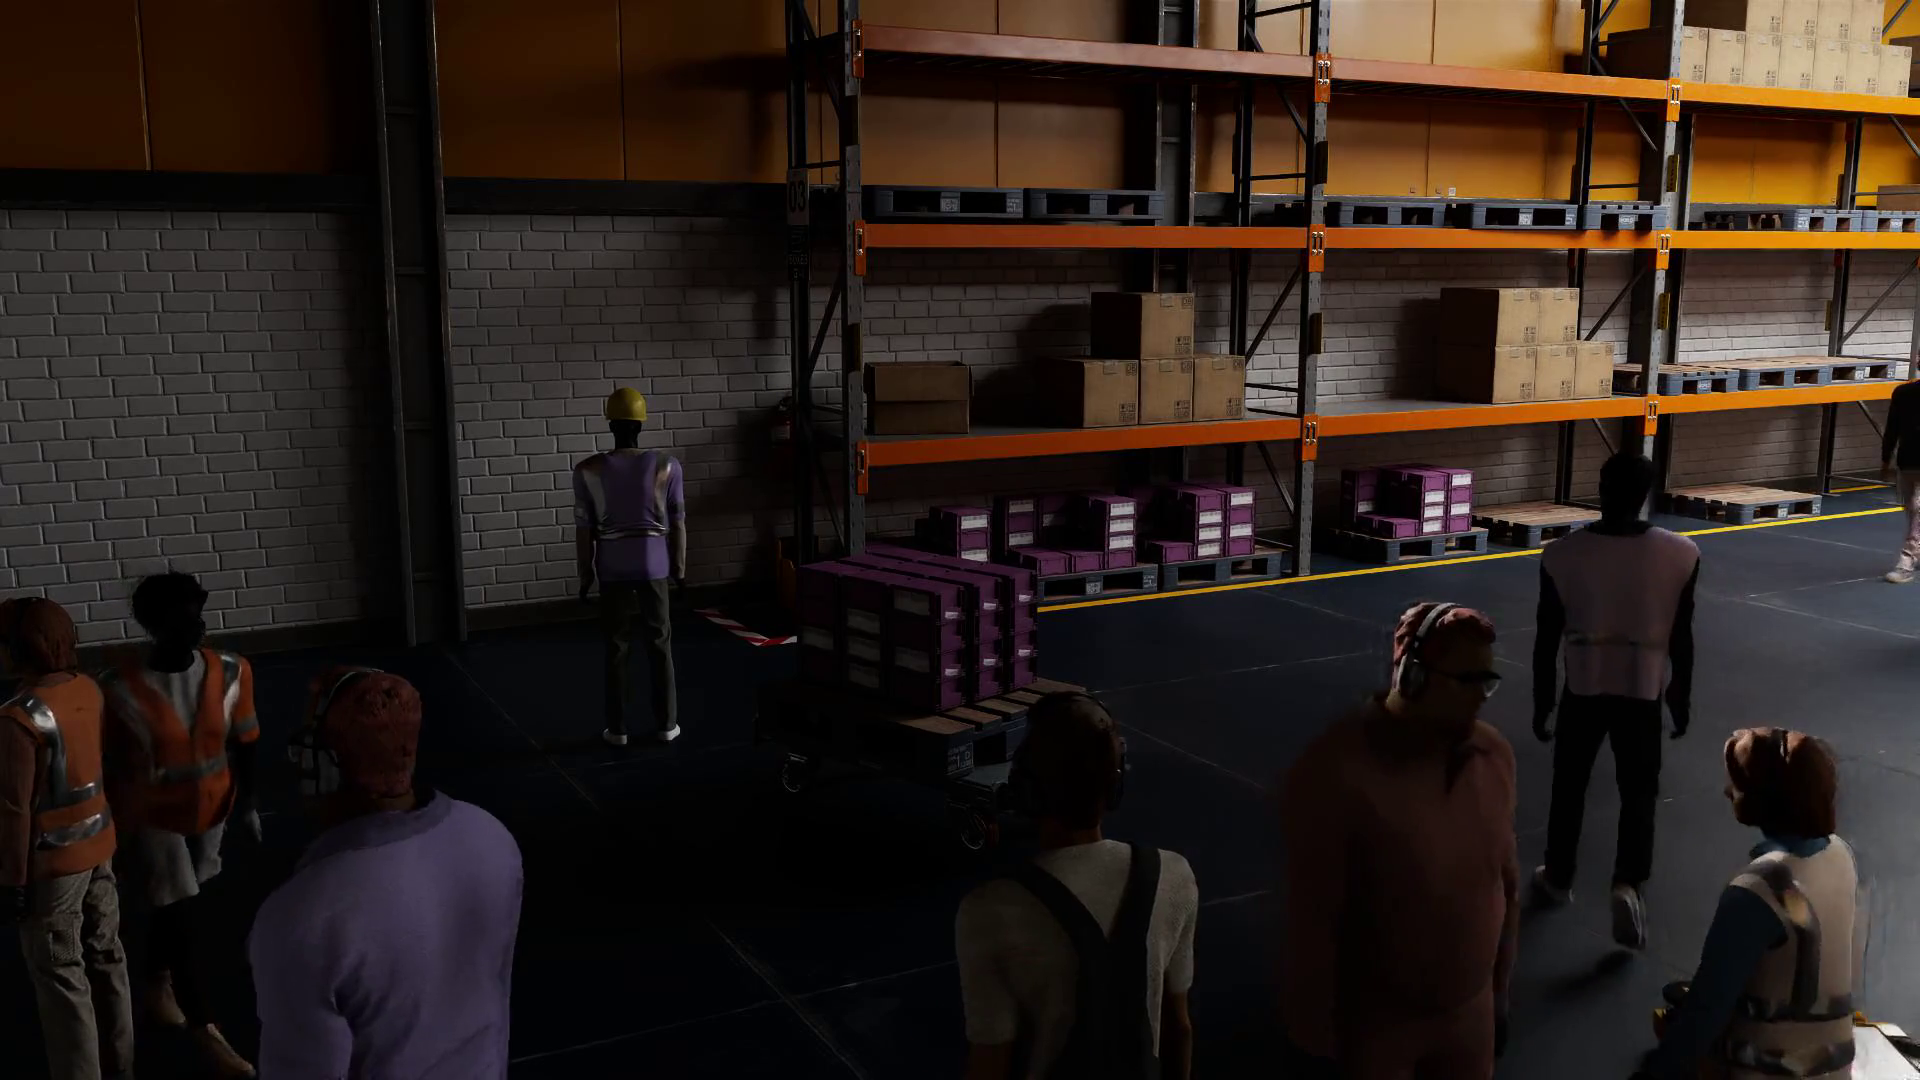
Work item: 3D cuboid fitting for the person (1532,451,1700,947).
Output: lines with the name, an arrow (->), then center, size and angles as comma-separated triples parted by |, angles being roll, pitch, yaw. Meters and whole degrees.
person -> 2.535, 0.593, 6.470 | 0.606, 1.885, 0.843 | 2, 10, 13

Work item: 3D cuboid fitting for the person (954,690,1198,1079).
person -> 0.208, 1.188, 3.165 | 0.517, 1.844, 0.329 | -5, 11, -28

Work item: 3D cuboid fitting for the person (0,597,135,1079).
person -> -2.718, 0.974, 5.023 | 0.311, 1.633, 0.519 | 0, 10, -1

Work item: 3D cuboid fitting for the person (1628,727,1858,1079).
person -> 1.821, 1.212, 3.707 | 0.573, 1.616, 0.534 | 9, 14, 43

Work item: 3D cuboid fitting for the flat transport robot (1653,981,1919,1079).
flat transport robot -> 2.573, 1.683, 4.842 | 0.652, 0.197, 1.431 | 1, 10, 6

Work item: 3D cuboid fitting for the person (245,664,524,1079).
person -> -1.085, 1.175, 3.108 | 0.397, 1.896, 0.690 | 4, 10, 19

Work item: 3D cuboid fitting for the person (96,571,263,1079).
person -> -2.549, 0.896, 5.417 | 0.856, 1.643, 0.532 | 7, 12, 36

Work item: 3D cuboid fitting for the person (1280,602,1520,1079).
person -> 0.993, 1.051, 3.871 | 0.655, 1.882, 0.608 | -5, 11, -25

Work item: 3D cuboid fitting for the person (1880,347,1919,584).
person -> 7.823, -0.659, 13.466 | 0.978, 1.960, 0.623 | -7, 12, -34

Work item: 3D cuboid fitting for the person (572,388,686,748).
person -> -1.754, 0.153, 8.886 | 0.585, 1.929, 0.371 | -2, 10, -14
